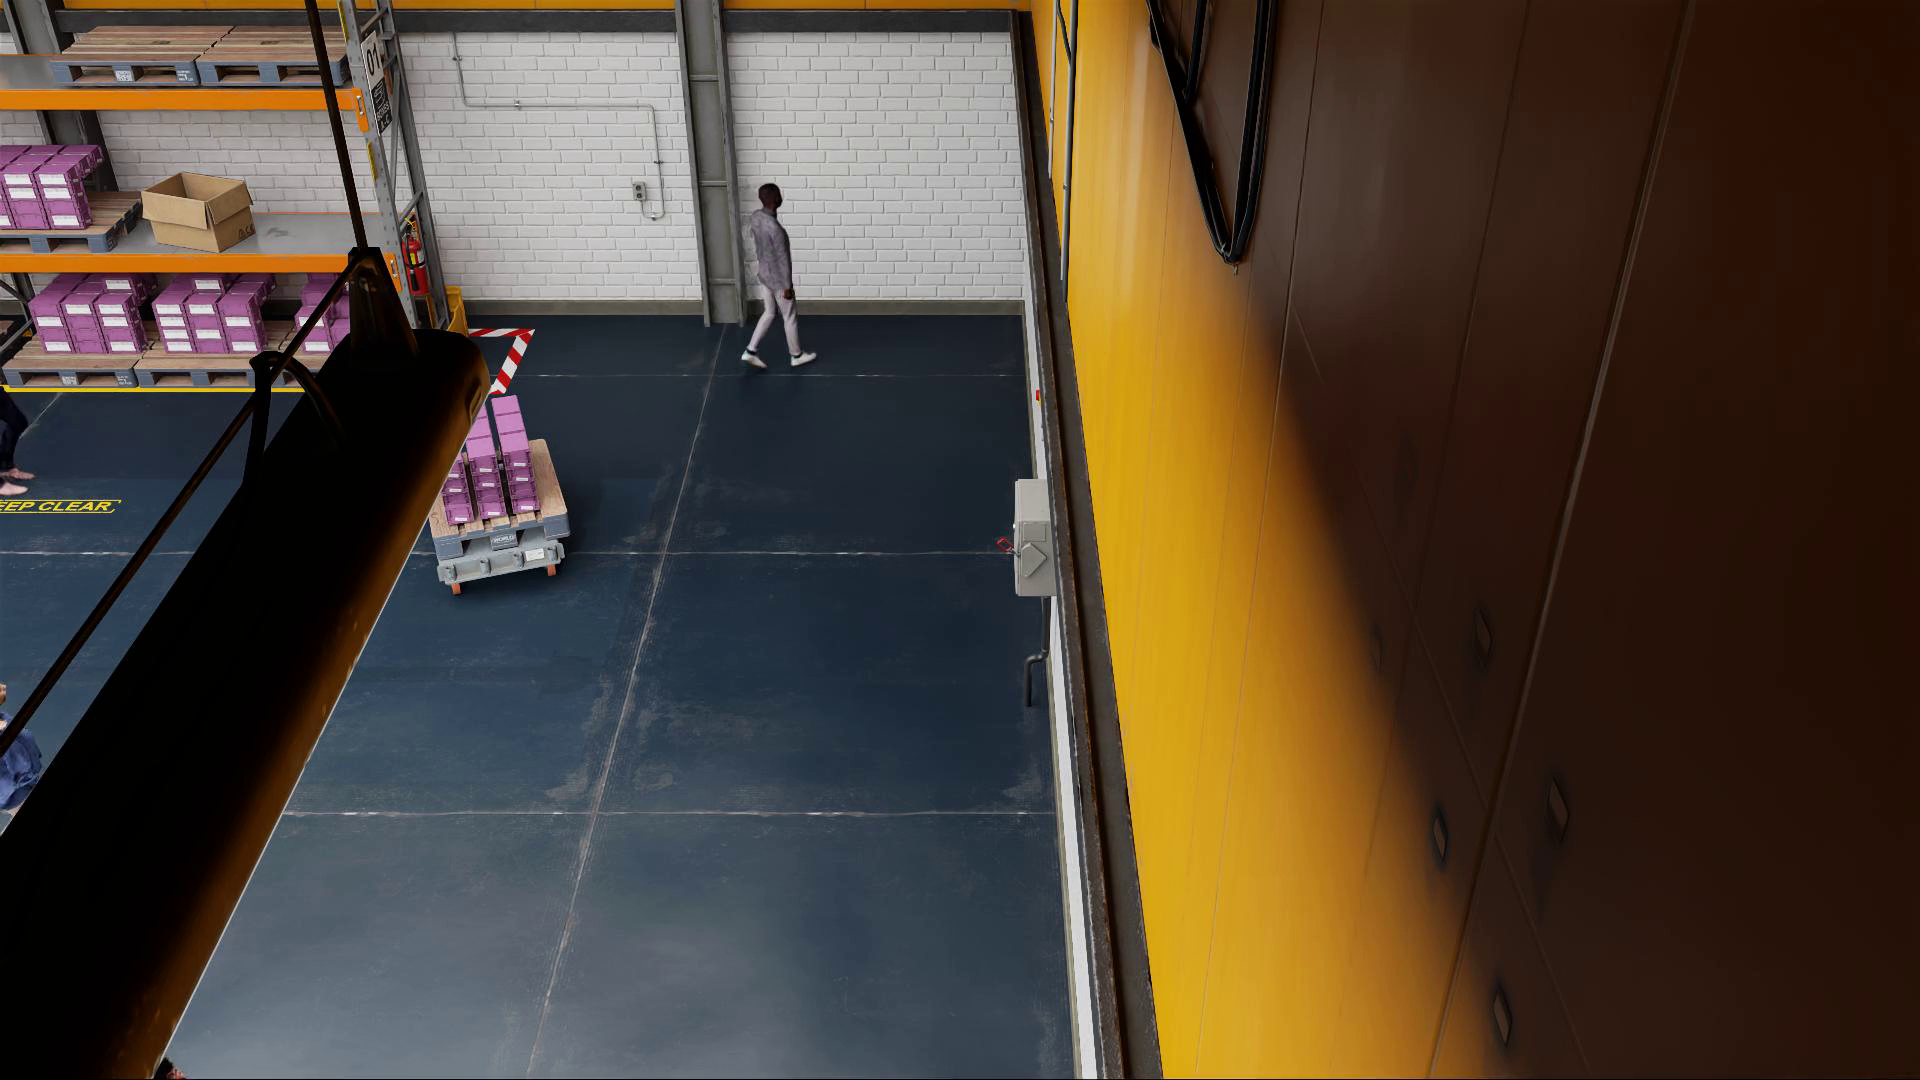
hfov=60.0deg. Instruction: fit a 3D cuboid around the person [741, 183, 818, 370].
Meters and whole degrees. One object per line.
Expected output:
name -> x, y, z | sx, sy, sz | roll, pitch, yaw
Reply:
person -> -1.776, -2.397, 15.343 | 1.134, 1.823, 1.025 | -22, 40, -30
